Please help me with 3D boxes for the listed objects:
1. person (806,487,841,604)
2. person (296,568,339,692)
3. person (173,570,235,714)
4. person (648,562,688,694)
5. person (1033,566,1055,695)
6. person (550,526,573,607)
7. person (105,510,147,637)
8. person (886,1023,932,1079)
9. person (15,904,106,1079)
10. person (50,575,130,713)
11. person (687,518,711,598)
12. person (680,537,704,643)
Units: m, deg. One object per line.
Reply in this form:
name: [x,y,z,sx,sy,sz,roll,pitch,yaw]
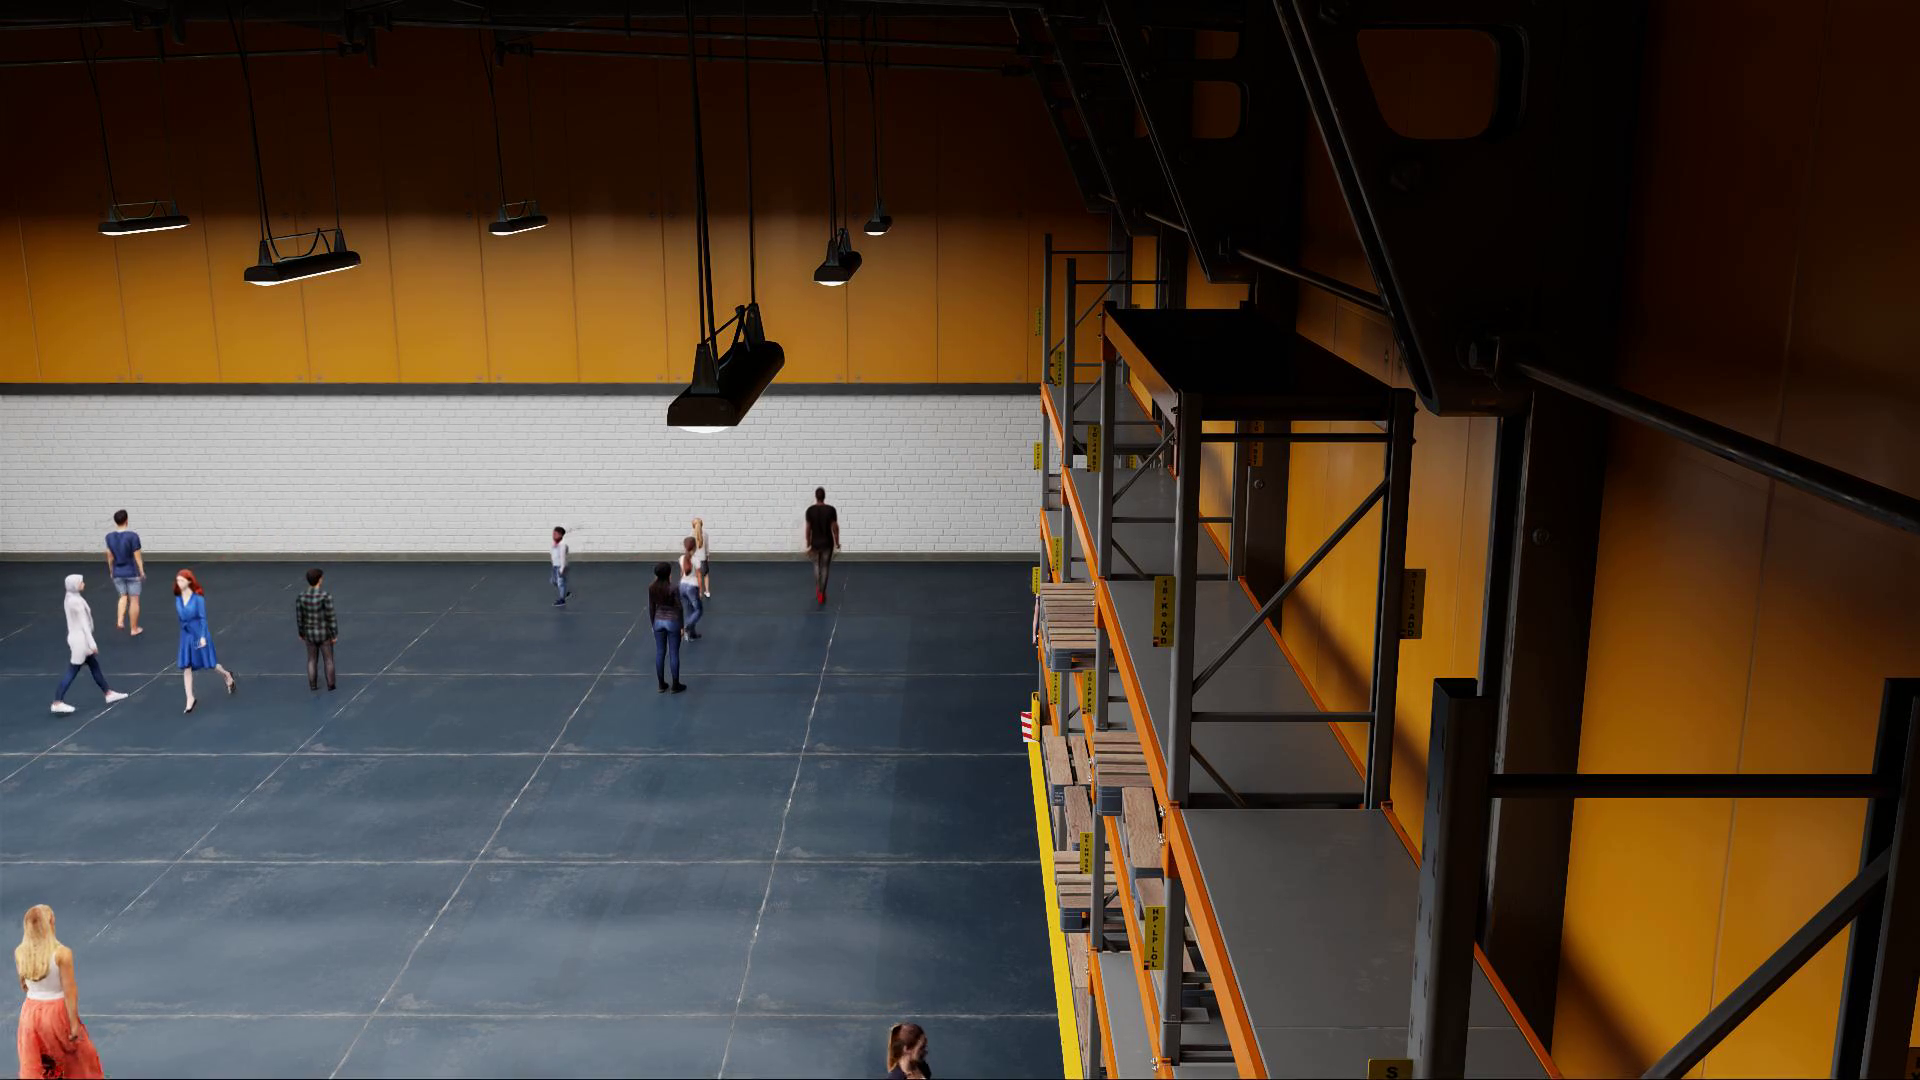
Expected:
person: [-2.149,0.102,25.786,0.693,1.777,1.003,1,14,5]
person: [-8.412,1.199,21.757,0.679,1.714,0.508,0,14,2]
person: [-9.577,1.248,21.008,0.835,1.798,1.180,4,14,15]
person: [-3.814,1.126,21.623,0.676,1.746,0.658,4,14,16]
person: [1.169,1.174,21.434,0.674,1.742,0.696,9,16,32]
person: [-6.140,0.387,25.719,0.689,1.256,0.631,-10,17,-35]
person: [-12.070,0.501,24.008,0.597,1.839,0.660,0,14,-1]
person: [-0.354,3.837,10.575,0.830,1.676,0.750,11,18,39]
person: [-6.537,3.500,11.805,0.745,1.754,1.275,2,14,6]
person: [-11.103,1.337,20.798,1.148,1.724,1.155,-11,17,-37]
person: [-4.108,0.272,26.157,0.582,1.272,0.609,-5,15,-21]
person: [-3.869,0.726,23.691,0.753,1.551,0.891,7,15,27]
